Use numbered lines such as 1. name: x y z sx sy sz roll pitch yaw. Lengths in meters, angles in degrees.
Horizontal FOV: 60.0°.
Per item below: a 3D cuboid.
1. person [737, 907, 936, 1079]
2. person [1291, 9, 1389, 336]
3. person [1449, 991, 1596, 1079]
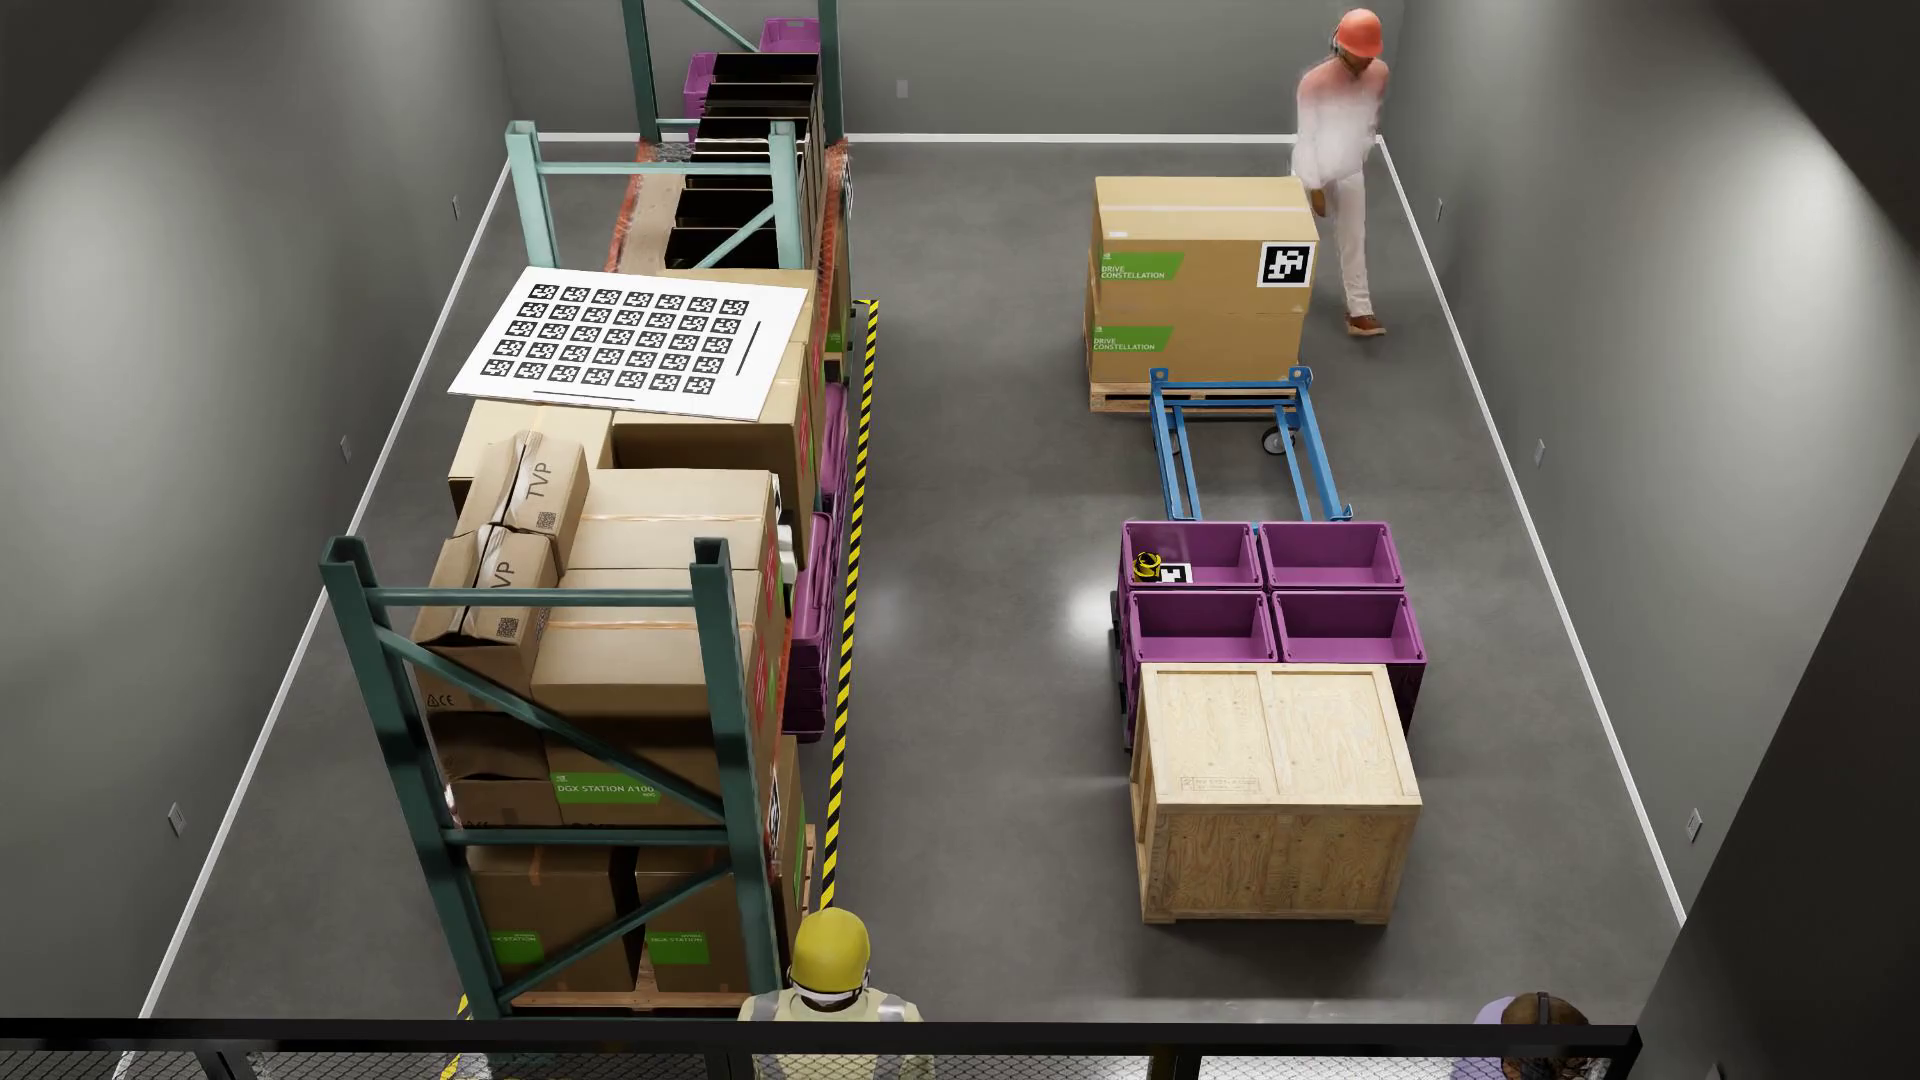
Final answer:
1. person: -0.368 1.752 5.195 0.591 1.833 0.403 0 41 0
2. person: 2.161 -2.117 9.530 0.598 1.924 1.072 -13 43 -14
3. person: 1.528 1.939 4.903 0.372 1.940 0.632 11 42 12
